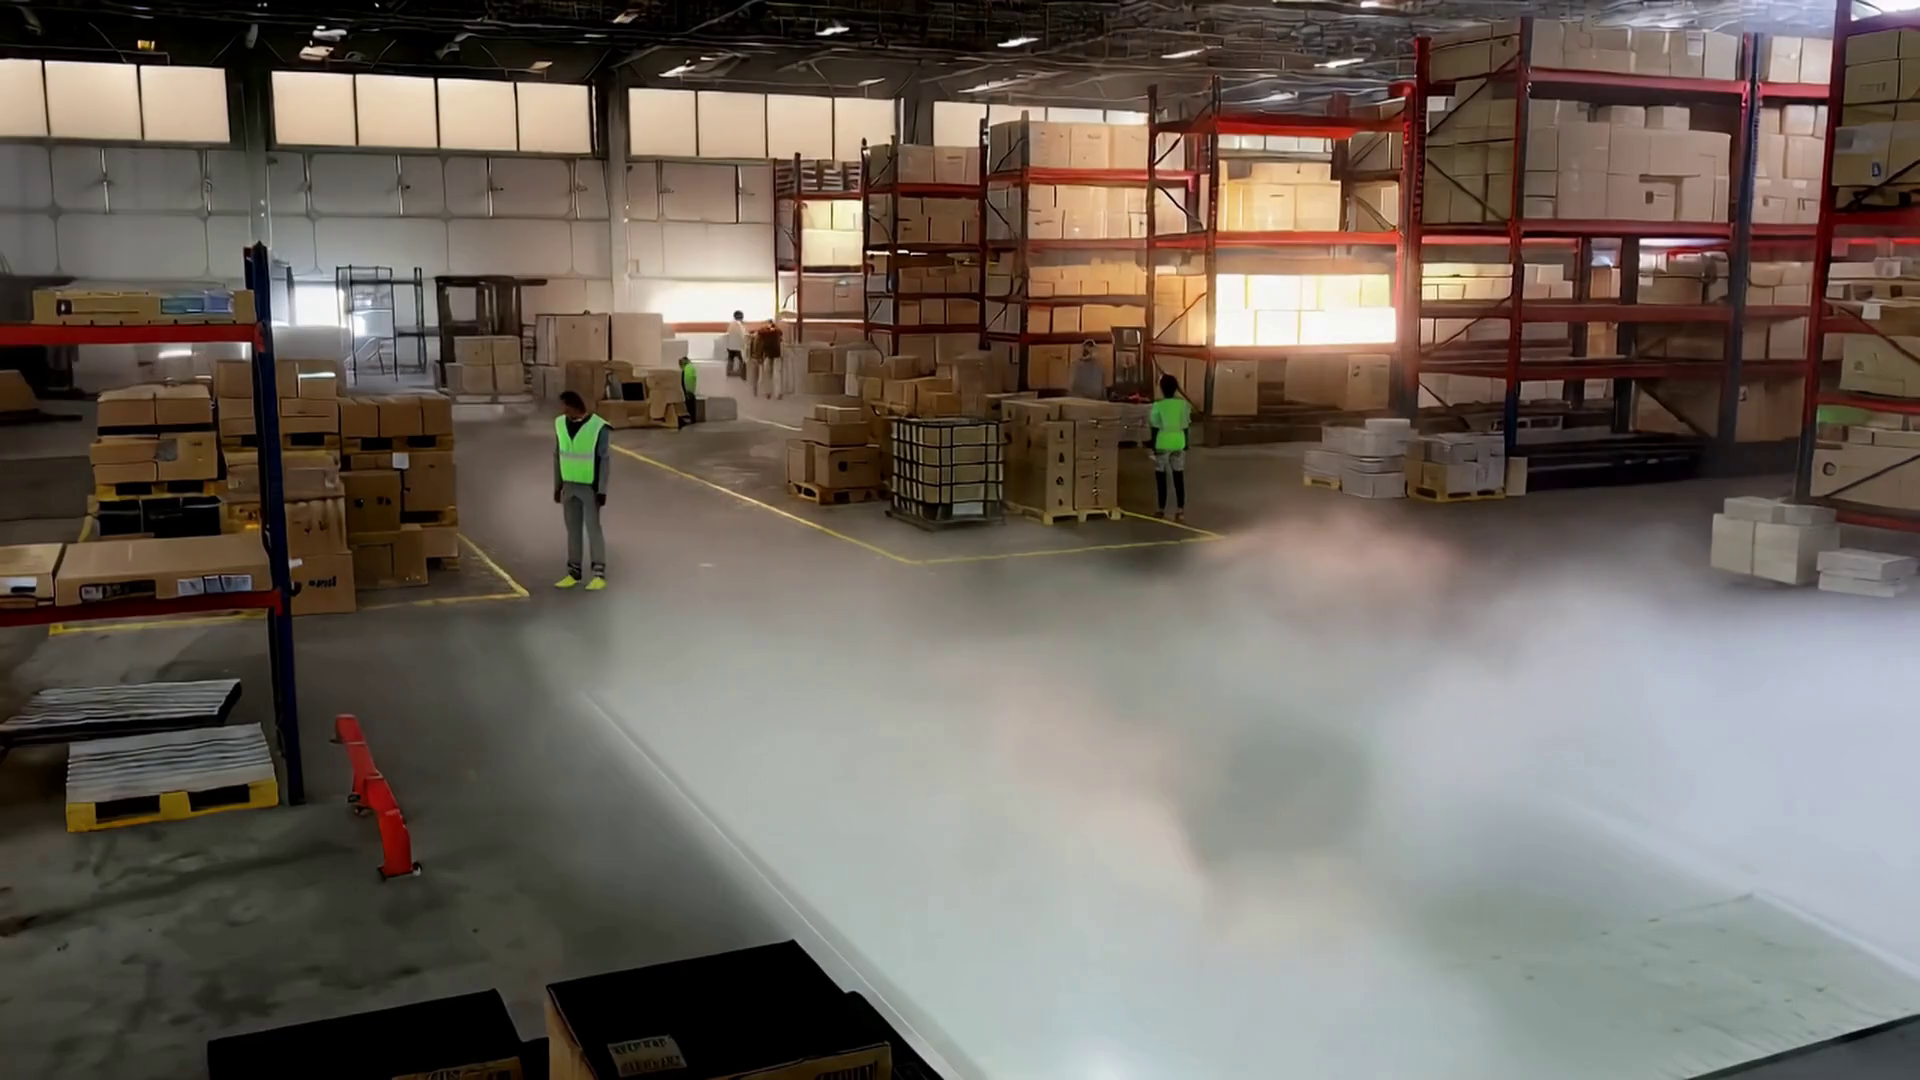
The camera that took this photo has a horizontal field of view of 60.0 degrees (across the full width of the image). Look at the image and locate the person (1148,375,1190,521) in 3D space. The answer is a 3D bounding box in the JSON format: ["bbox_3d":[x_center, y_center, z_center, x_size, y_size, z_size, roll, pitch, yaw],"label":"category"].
[{"bbox_3d":[2.430,-1.068,19.370,0.532,1.697,0.320,-4,10,-25],"label":"person"}]

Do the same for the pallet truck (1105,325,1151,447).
[{"bbox_3d":[2.881,-2.596,27.923,0.823,1.965,1.885,-1,9,-7],"label":"pallet truck"}]

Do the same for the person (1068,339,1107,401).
[{"bbox_3d":[1.950,-2.166,25.629,0.650,1.883,0.822,-5,10,-29],"label":"person"}]

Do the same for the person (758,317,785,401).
[{"bbox_3d":[-4.244,-4.077,37.461,0.644,1.887,1.047,-3,10,-17],"label":"person"}]

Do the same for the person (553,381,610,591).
[{"bbox_3d":[-3.445,-0.493,15.143,0.587,1.913,0.391,4,10,25],"label":"person"}]

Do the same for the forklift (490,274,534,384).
[{"bbox_3d":[-11.600,-5.350,42.281,1.873,2.768,1.129,-4,10,-25],"label":"forklift"}]

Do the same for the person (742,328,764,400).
[{"bbox_3d":[-4.693,-4.020,37.922,0.540,1.616,0.662,1,9,5],"label":"person"}]

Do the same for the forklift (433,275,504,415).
[{"bbox_3d":[-10.164,-4.031,34.094,1.129,2.768,1.873,-4,10,-25],"label":"forklift"}]

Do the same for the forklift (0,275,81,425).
[{"bbox_3d":[-17.817,-3.560,31.174,1.129,2.768,1.873,5,11,31],"label":"forklift"}]

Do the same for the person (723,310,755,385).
[{"bbox_3d":[-5.793,-4.896,42.421,1.068,1.930,0.665,-7,11,-35],"label":"person"}]
